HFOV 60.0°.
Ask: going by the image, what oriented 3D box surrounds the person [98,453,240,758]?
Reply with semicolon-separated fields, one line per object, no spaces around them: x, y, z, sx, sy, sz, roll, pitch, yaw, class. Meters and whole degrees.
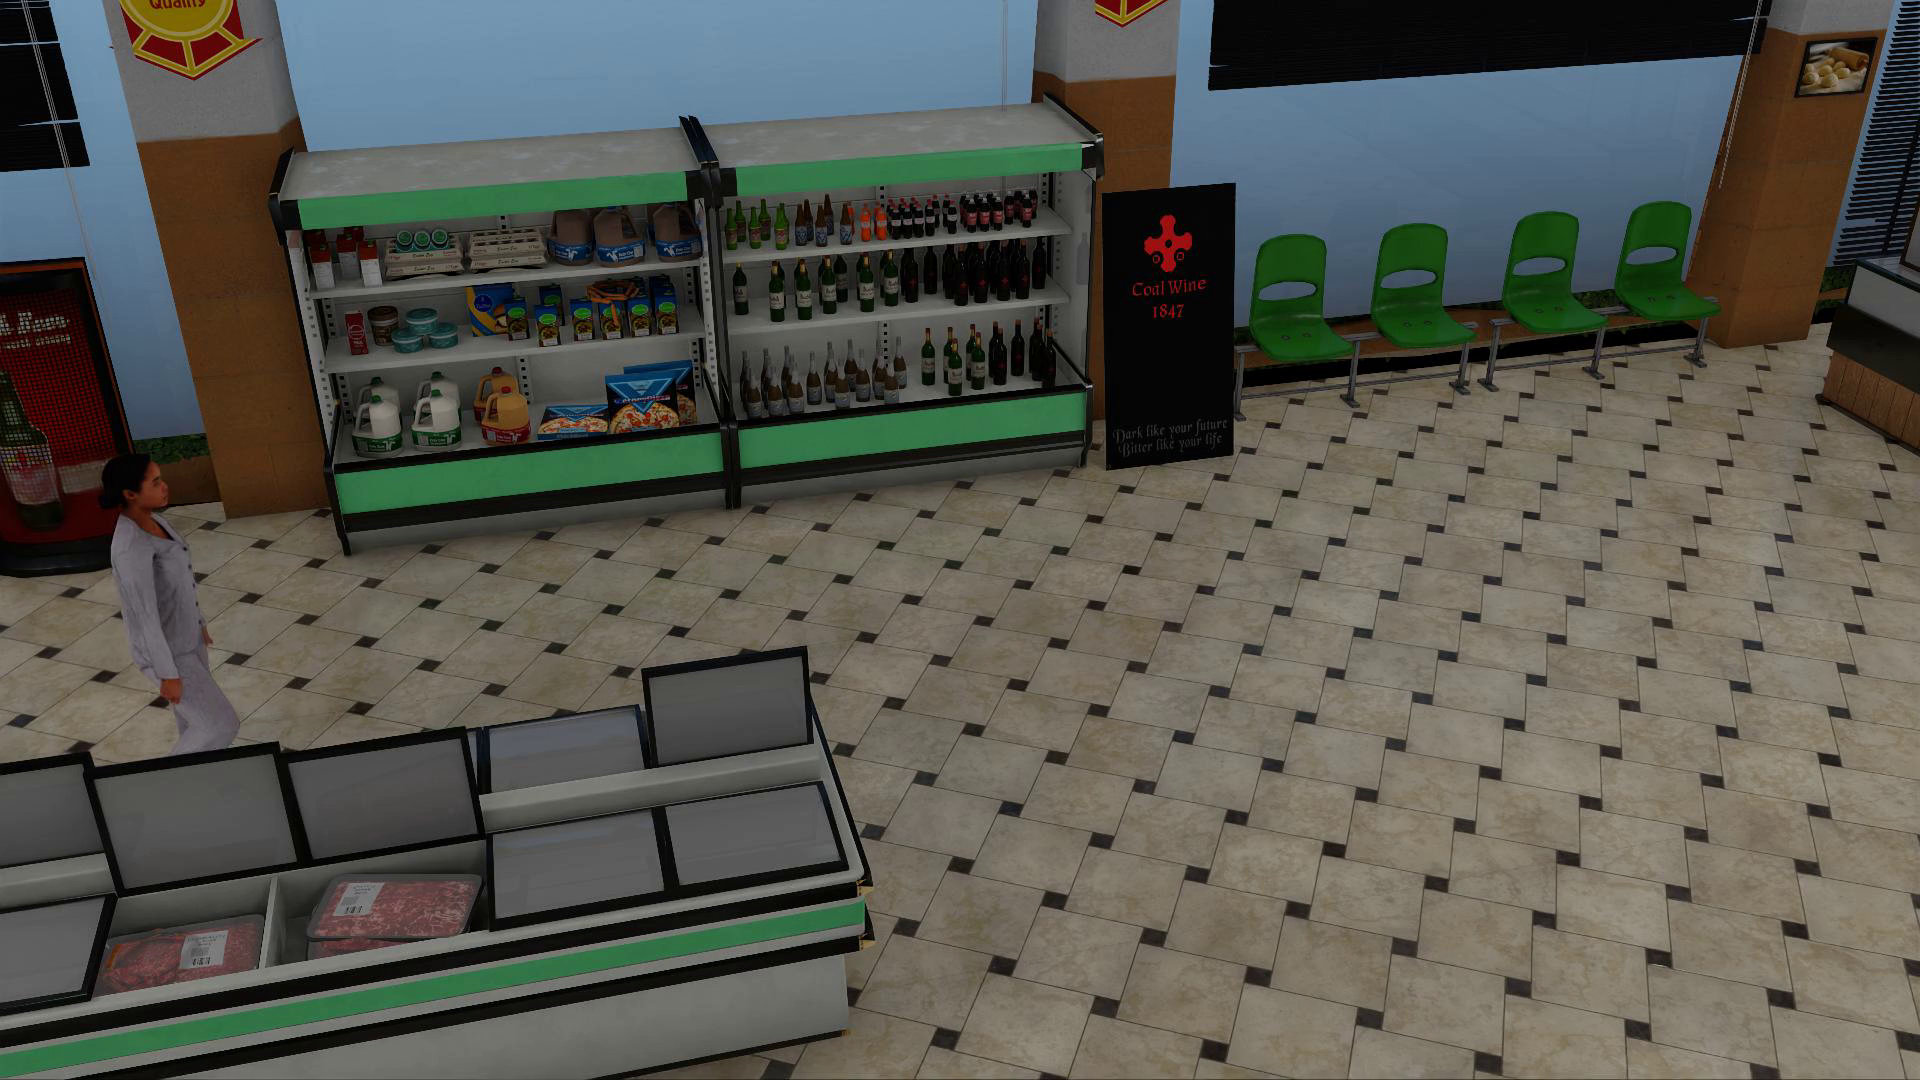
-3.355;0.453;6.897;0.677;1.727;0.651;-7;29;-13;person
